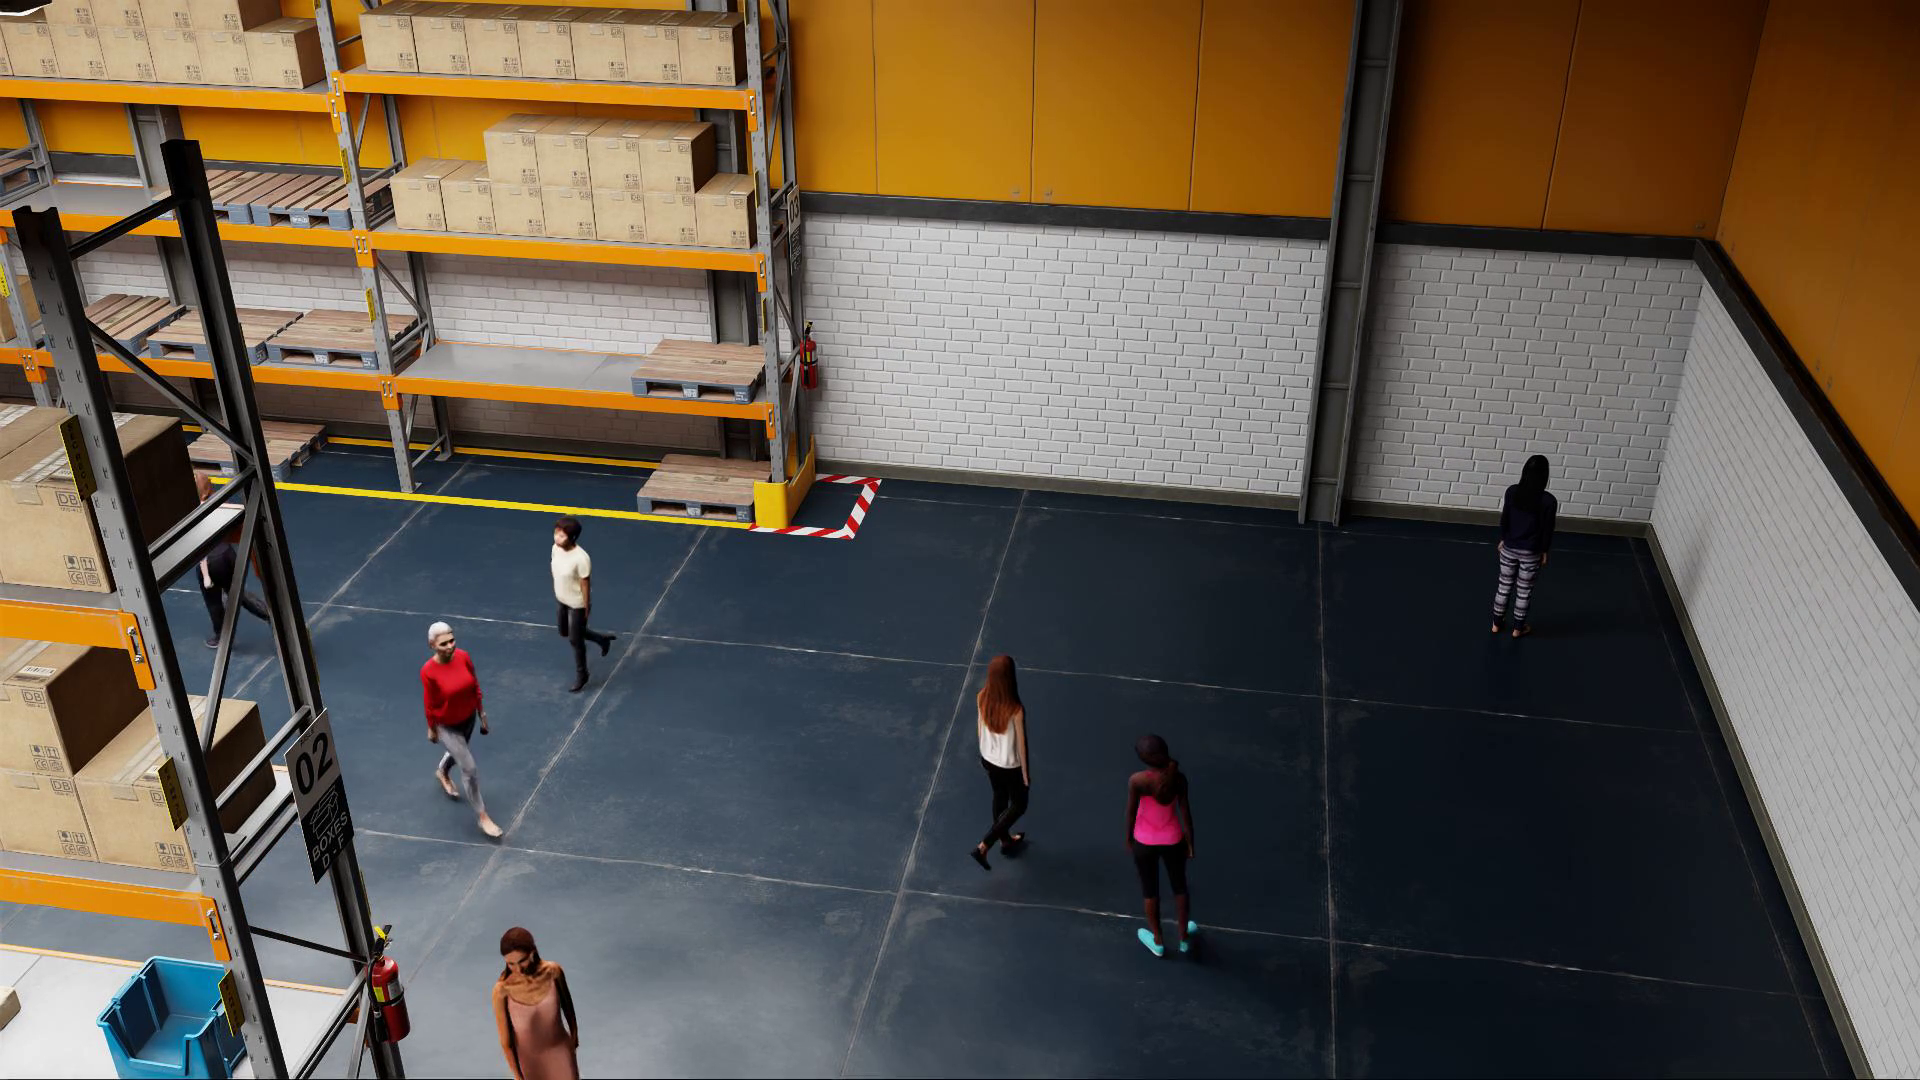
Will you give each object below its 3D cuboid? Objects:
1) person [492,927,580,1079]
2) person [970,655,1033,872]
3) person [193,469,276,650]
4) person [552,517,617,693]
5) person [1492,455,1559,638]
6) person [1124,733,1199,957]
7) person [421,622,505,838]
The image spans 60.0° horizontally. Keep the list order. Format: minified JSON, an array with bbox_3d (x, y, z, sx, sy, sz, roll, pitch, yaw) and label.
[{"bbox_3d":[-2.392,2.815,9.313,1.108,1.781,1.100,-15,32,-26],"label":"person"},{"bbox_3d":[0.271,1.587,11.638,0.927,1.710,0.922,23,36,36],"label":"person"},{"bbox_3d":[-6.239,0.201,14.159,0.979,1.729,0.587,5,29,9],"label":"person"},{"bbox_3d":[-3.148,0.494,13.788,0.854,1.571,0.880,24,37,37],"label":"person"},{"bbox_3d":[4.888,0.048,14.435,0.596,1.734,0.735,18,33,30],"label":"person"},{"bbox_3d":[1.330,2.006,10.883,0.580,1.698,0.803,4,29,7],"label":"person"},{"bbox_3d":[-3.740,1.319,12.191,1.202,1.651,0.974,23,36,36],"label":"person"}]
